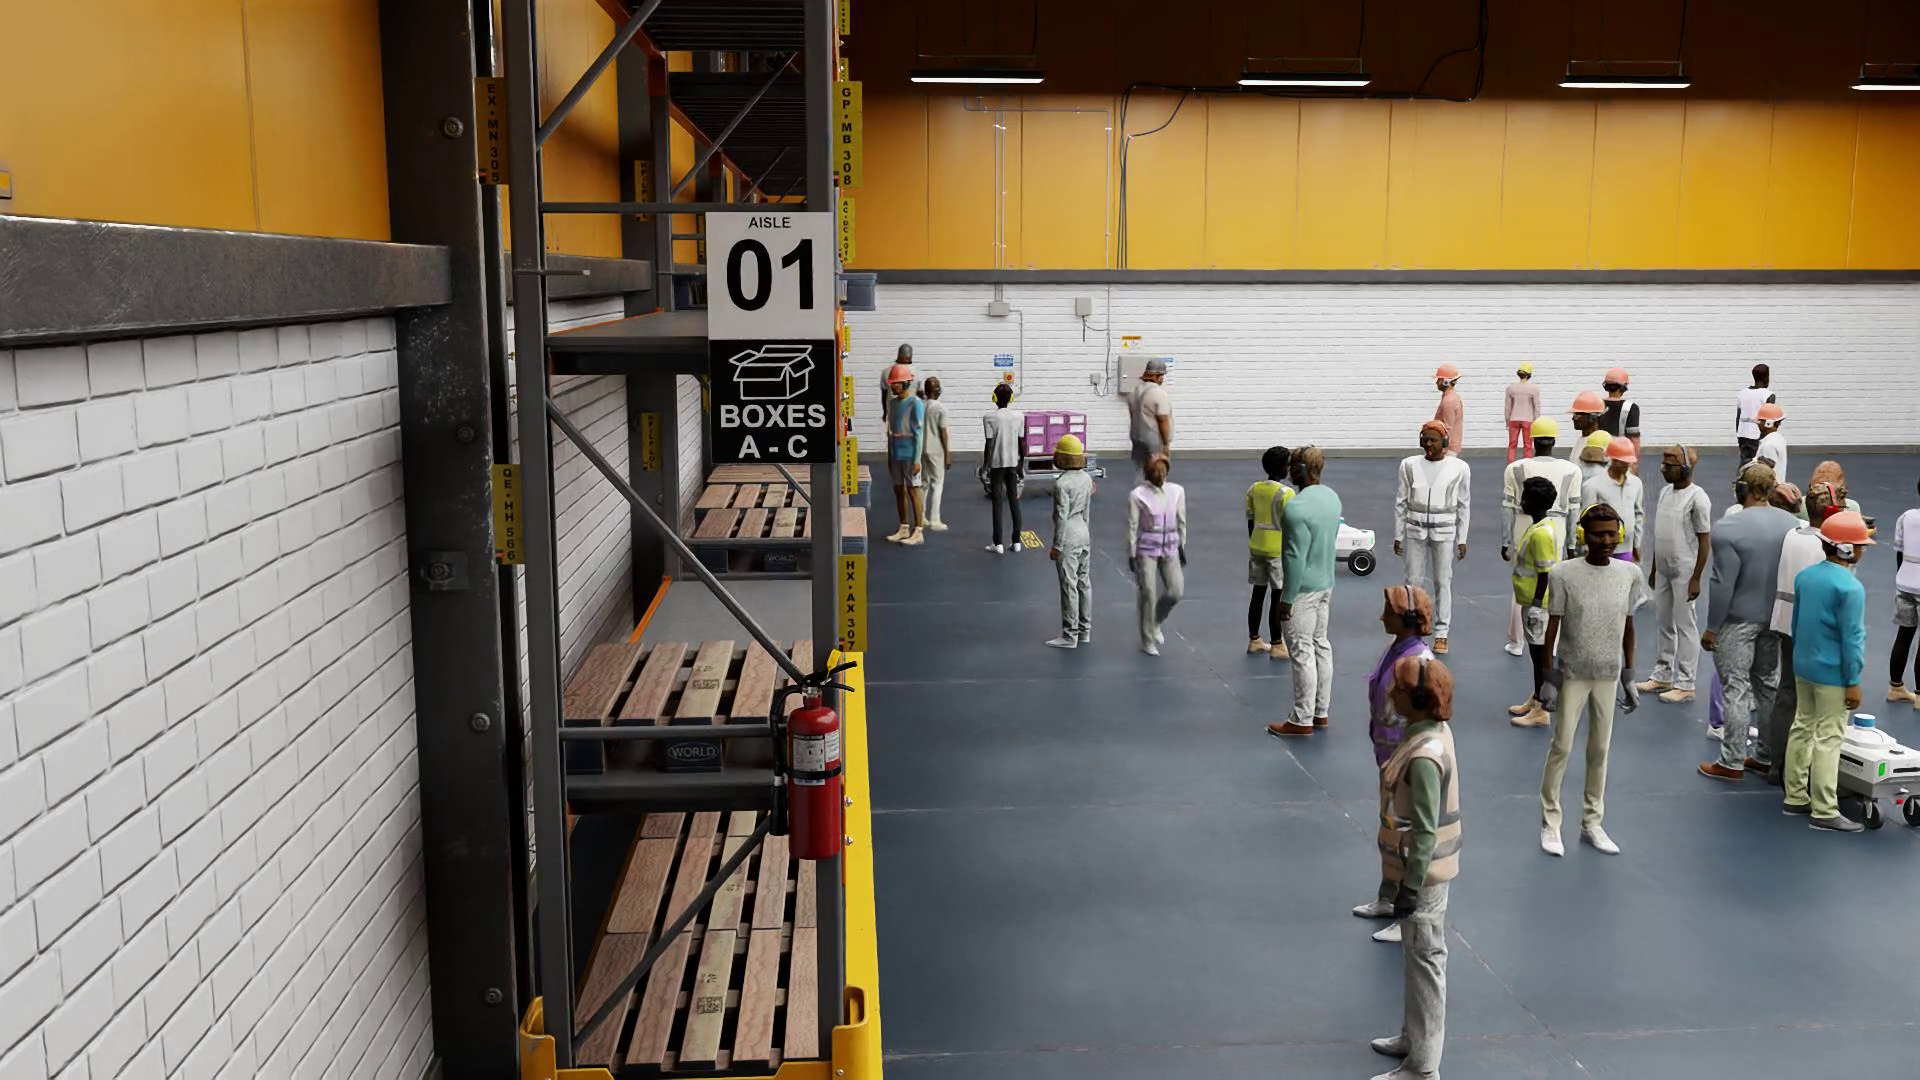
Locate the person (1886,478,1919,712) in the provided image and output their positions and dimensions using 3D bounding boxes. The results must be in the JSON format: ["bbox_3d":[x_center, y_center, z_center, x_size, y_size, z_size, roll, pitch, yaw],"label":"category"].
[{"bbox_3d":[6.734,0.350,11.594,0.315,1.695,0.541,-1,9,-8],"label":"person"}]

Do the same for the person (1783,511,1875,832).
[{"bbox_3d":[4.795,0.710,9.155,0.336,1.753,0.564,0,9,-2],"label":"person"}]

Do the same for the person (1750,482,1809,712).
[{"bbox_3d":[5.574,0.417,11.355,0.522,1.639,0.305,7,11,38],"label":"person"}]

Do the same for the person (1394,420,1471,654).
[{"bbox_3d":[3.785,-0.027,13.377,0.584,1.882,0.337,5,10,26],"label":"person"}]

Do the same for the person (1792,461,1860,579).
[{"bbox_3d":[6.559,0.211,12.661,0.497,1.634,0.278,7,11,36],"label":"person"}]

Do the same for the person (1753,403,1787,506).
[{"bbox_3d":[8.108,-0.498,16.739,0.338,1.752,0.565,6,11,32],"label":"person"}]

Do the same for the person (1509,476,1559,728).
[{"bbox_3d":[3.875,0.414,11.195,0.317,1.695,0.540,3,9,17],"label":"person"}]

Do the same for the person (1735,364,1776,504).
[{"bbox_3d":[10.078,-1.272,21.077,0.388,1.921,0.594,-3,10,-18],"label":"person"}]

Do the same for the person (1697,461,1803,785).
[{"bbox_3d":[4.706,0.494,9.937,0.629,1.939,0.371,-3,10,-18],"label":"person"}]

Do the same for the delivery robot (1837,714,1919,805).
[{"bbox_3d":[5.084,1.226,9.378,0.477,0.478,0.707,-2,9,-11],"label":"delivery robot"}]

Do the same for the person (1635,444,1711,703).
[{"bbox_3d":[5.099,0.236,11.844,0.327,1.843,0.516,-2,9,-12],"label":"person"}]

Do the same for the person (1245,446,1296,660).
[{"bbox_3d":[2.480,0.098,13.170,0.315,1.698,0.541,-6,11,-31],"label":"person"}]

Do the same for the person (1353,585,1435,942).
[{"bbox_3d":[2.025,1.012,7.620,0.308,1.641,0.511,0,9,-1],"label":"person"}]

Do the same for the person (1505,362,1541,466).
[{"bbox_3d":[8.257,-1.726,24.414,0.523,1.769,0.317,7,11,37],"label":"person"}]

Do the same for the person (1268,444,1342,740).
[{"bbox_3d":[2.268,0.336,10.924,0.356,1.938,0.638,7,11,36],"label":"person"}]

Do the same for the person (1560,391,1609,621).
[{"bbox_3d":[5.361,-0.255,14.307,0.377,2.045,0.605,0,9,2],"label":"person"}]

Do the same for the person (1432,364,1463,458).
[{"bbox_3d":[5.736,-1.083,19.657,0.381,1.994,0.617,3,10,21],"label":"person"}]

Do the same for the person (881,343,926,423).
[{"bbox_3d":[-0.835,-1.970,25.089,0.705,2.000,0.631,2,9,12],"label":"person"}]

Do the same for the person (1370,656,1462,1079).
[{"bbox_3d":[1.707,1.235,6.212,0.311,1.642,0.513,3,9,17],"label":"person"}]

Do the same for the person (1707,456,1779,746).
[{"bbox_3d":[5.111,0.386,10.814,0.518,1.877,0.329,-9,13,-44],"label":"person"}]

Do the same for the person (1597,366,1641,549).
[{"bbox_3d":[7.122,-0.870,18.159,0.607,2.048,0.365,9,13,44],"label":"person"}]

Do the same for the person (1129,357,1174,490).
[{"bbox_3d":[2.397,-1.245,20.537,0.536,2.000,0.706,-5,10,-30],"label":"person"}]

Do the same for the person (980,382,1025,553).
[{"bbox_3d":[0.469,-0.790,18.214,0.523,1.870,0.317,-4,10,-22],"label":"person"}]

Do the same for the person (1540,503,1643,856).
[{"bbox_3d":[3.303,0.725,8.703,0.513,1.871,0.329,0,9,-2],"label":"person"}]

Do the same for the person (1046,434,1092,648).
[{"bbox_3d":[0.891,0.007,13.598,0.290,1.746,0.484,6,11,33],"label":"person"}]

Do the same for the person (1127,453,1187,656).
[{"bbox_3d":[1.571,0.113,13.297,0.538,1.624,0.390,-3,10,-20],"label":"person"}]

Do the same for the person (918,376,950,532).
[{"bbox_3d":[-0.331,-1.019,19.761,0.523,1.839,0.355,8,12,41],"label":"person"}]

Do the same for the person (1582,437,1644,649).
[{"bbox_3d":[5.281,0.034,13.444,0.573,1.741,0.355,-3,9,-18],"label":"person"}]

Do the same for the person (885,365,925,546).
[{"bbox_3d":[-0.645,-0.948,18.708,0.406,2.036,0.609,-7,12,-39],"label":"person"}]

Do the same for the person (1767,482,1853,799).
[{"bbox_3d":[4.955,0.578,9.698,0.390,1.846,0.565,-2,9,-11],"label":"person"}]

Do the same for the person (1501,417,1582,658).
[{"bbox_3d":[4.600,-0.018,13.215,0.586,1.920,0.397,2,9,13],"label":"person"}]

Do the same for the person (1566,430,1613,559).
[{"bbox_3d":[5.363,-0.067,14.121,0.331,1.730,0.490,-5,10,-26],"label":"person"}]
